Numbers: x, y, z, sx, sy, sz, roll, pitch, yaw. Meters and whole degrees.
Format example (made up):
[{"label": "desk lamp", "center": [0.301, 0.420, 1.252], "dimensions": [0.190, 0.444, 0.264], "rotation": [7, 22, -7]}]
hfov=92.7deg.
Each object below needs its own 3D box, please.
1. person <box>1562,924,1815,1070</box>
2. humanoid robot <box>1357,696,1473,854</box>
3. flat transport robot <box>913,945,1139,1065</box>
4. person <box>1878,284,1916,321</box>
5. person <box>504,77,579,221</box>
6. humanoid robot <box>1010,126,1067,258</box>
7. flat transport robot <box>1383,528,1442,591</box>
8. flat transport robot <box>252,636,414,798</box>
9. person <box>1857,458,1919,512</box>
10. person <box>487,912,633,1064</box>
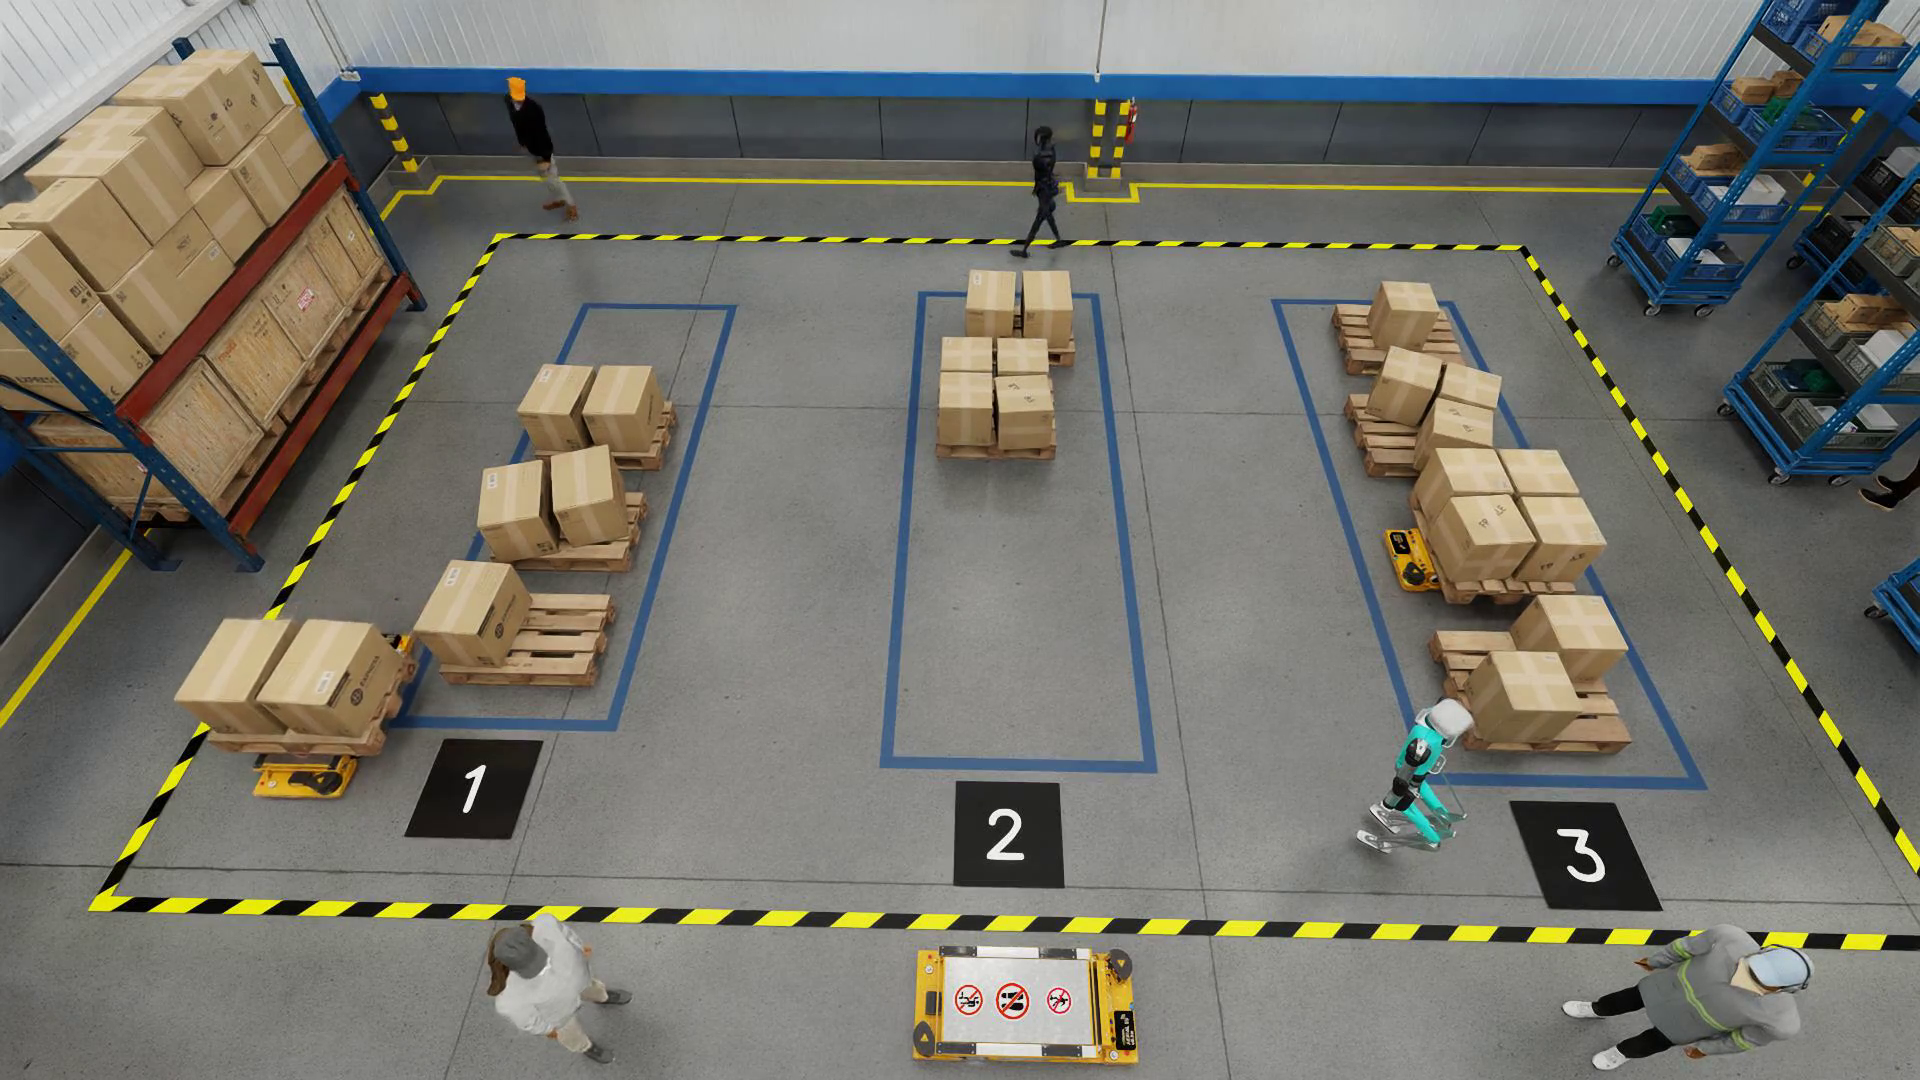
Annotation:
[{"label": "person", "center": [4.188, 2.669, 5.289], "dimensions": [0.365, 1.852, 0.589], "rotation": [-7, 51, -6]}, {"label": "humanoid robot", "center": [3.143, 1.683, 6.079], "dimensions": [0.735, 1.677, 0.533], "rotation": [35, 59, 25]}, {"label": "flat transport robot", "center": [0.422, 3.041, 6.007], "dimensions": [1.431, 0.231, 0.659], "rotation": [1, 51, 1]}, {"label": "person", "center": [9.892, -2.514, 9.489], "dimensions": [0.955, 1.886, 0.649], "rotation": [-36, 59, -26]}, {"label": "person", "center": [-5.282, -4.894, 11.463], "dimensions": [0.658, 1.848, 0.372], "rotation": [30, 57, 22]}, {"label": "humanoid robot", "center": [0.992, -4.168, 11.001], "dimensions": [0.778, 1.619, 0.599], "rotation": [-8, 51, -6]}, {"label": "flat transport robot", "center": [4.689, 0.155, 8.342], "dimensions": [1.431, 0.197, 0.652], "rotation": [1, 51, 1]}, {"label": "flat transport robot", "center": [-5.028, 1.356, 7.362], "dimensions": [0.652, 0.197, 1.431], "rotation": [1, 51, 1]}, {"label": "person", "center": [9.036, -1.024, 8.230], "dimensions": [0.602, 1.959, 0.370], "rotation": [-24, 55, -18]}, {"label": "person", "center": [-2.350, 2.624, 5.380], "dimensions": [0.402, 1.764, 0.564], "rotation": [7, 51, 5]}]
